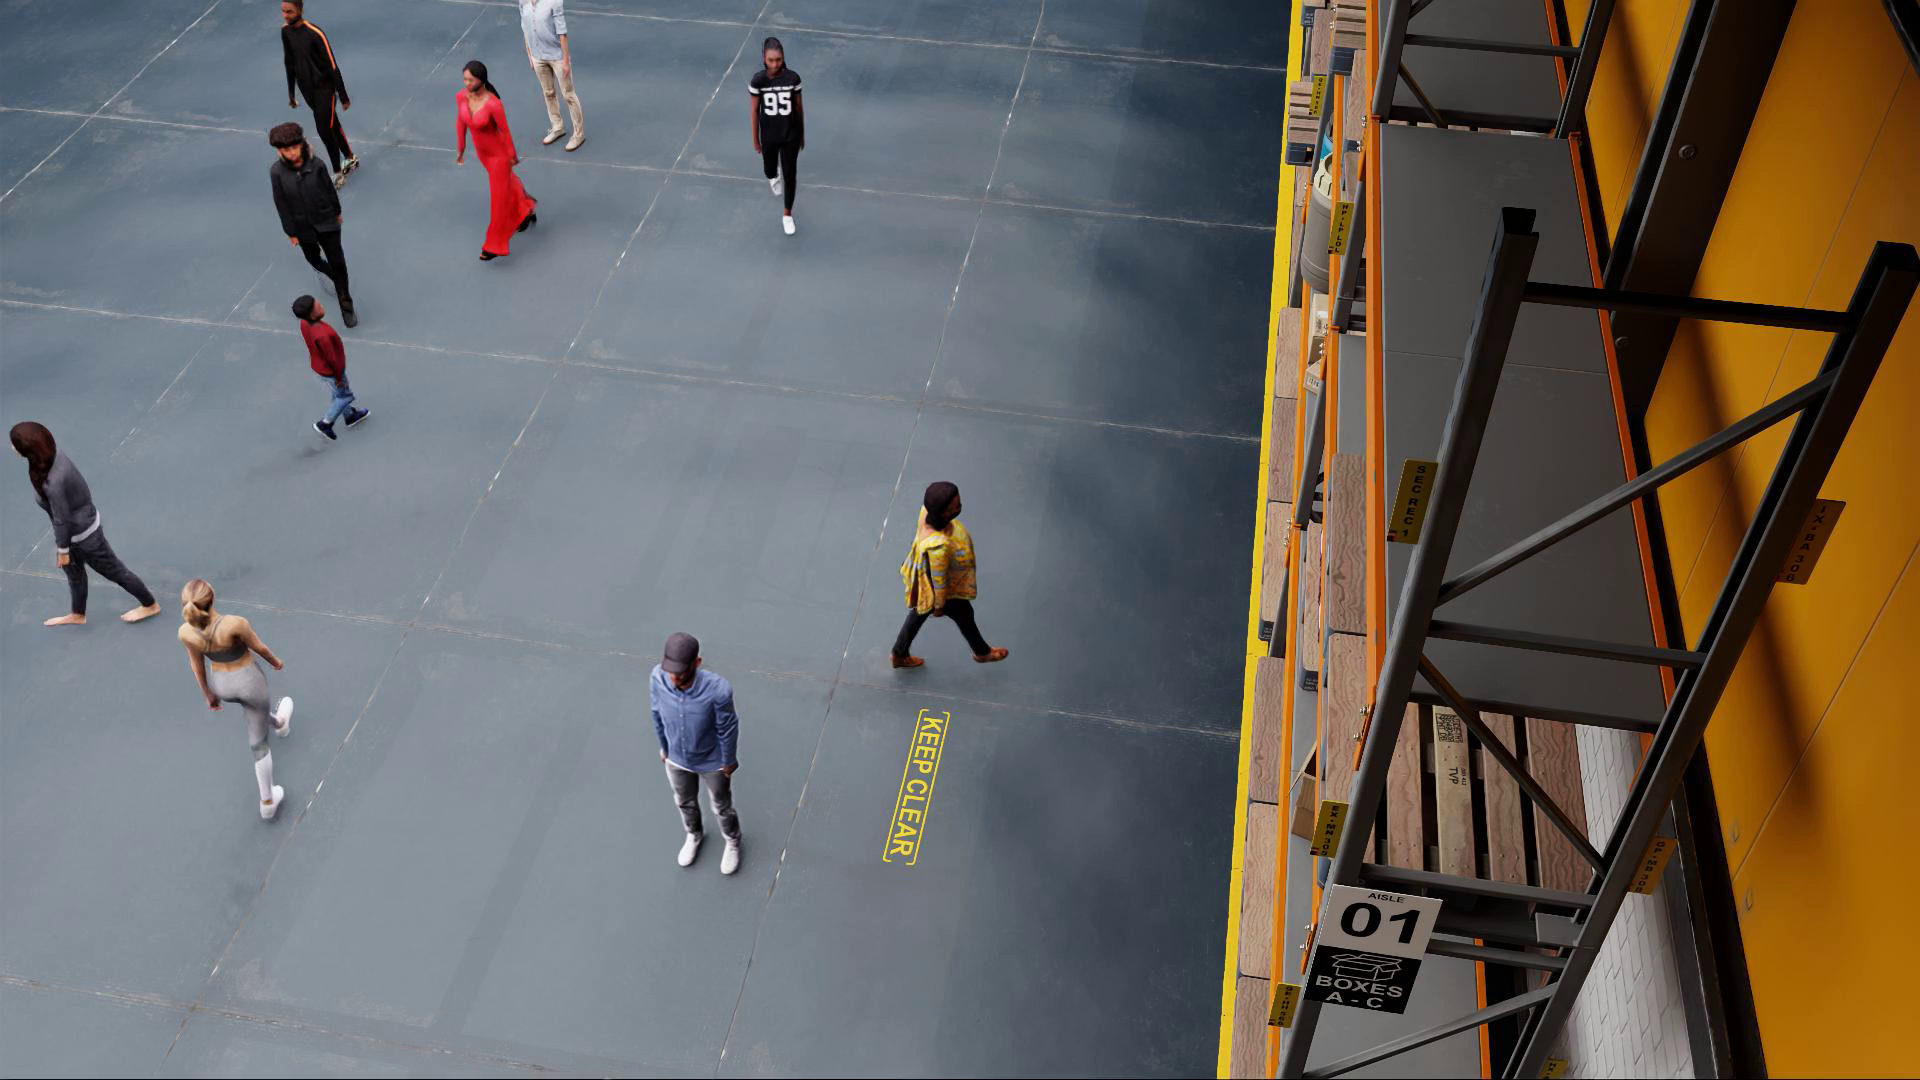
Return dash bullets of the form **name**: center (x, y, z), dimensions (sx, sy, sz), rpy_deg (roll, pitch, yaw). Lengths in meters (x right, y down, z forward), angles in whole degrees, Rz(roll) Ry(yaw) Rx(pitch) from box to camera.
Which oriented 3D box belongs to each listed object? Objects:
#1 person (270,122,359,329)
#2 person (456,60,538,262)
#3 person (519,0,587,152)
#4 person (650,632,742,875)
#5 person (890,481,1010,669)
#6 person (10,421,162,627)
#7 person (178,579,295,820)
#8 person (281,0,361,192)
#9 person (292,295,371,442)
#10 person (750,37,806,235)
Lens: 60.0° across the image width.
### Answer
- **person**: center (-5.292, -2.640, 13.573), dimensions (1.038, 1.743, 1.203), rpy_deg (-21, 47, -20)
- **person**: center (-3.953, -3.333, 14.314), dimensions (0.899, 1.733, 1.217), rpy_deg (22, 48, 22)
- **person**: center (-3.806, -4.536, 15.487), dimensions (0.677, 1.848, 0.616), rpy_deg (15, 46, 16)
- **person**: center (-1.500, 1.188, 9.451), dimensions (0.660, 1.886, 0.599), rpy_deg (12, 45, 12)
- **person**: center (-0.206, 0.284, 10.598), dimensions (0.992, 1.612, 1.074), rpy_deg (-8, 44, -9)
- **person**: center (-5.680, -0.104, 10.911), dimensions (1.025, 1.744, 0.997), rpy_deg (-21, 47, -21)
- **person**: center (-4.270, 0.950, 9.870), dimensions (0.742, 1.652, 1.199), rpy_deg (-2, 44, -3)
- **person**: center (-5.760, -4.127, 15.099), dimensions (0.767, 1.792, 0.891), rpy_deg (16, 46, 17)
- **person**: center (-4.800, -1.291, 12.519), dimensions (0.706, 1.244, 0.795), rpy_deg (35, 53, 31)
- **person**: center (-1.591, -3.581, 14.581), dimensions (0.821, 1.715, 1.037), rpy_deg (-8, 44, -8)
